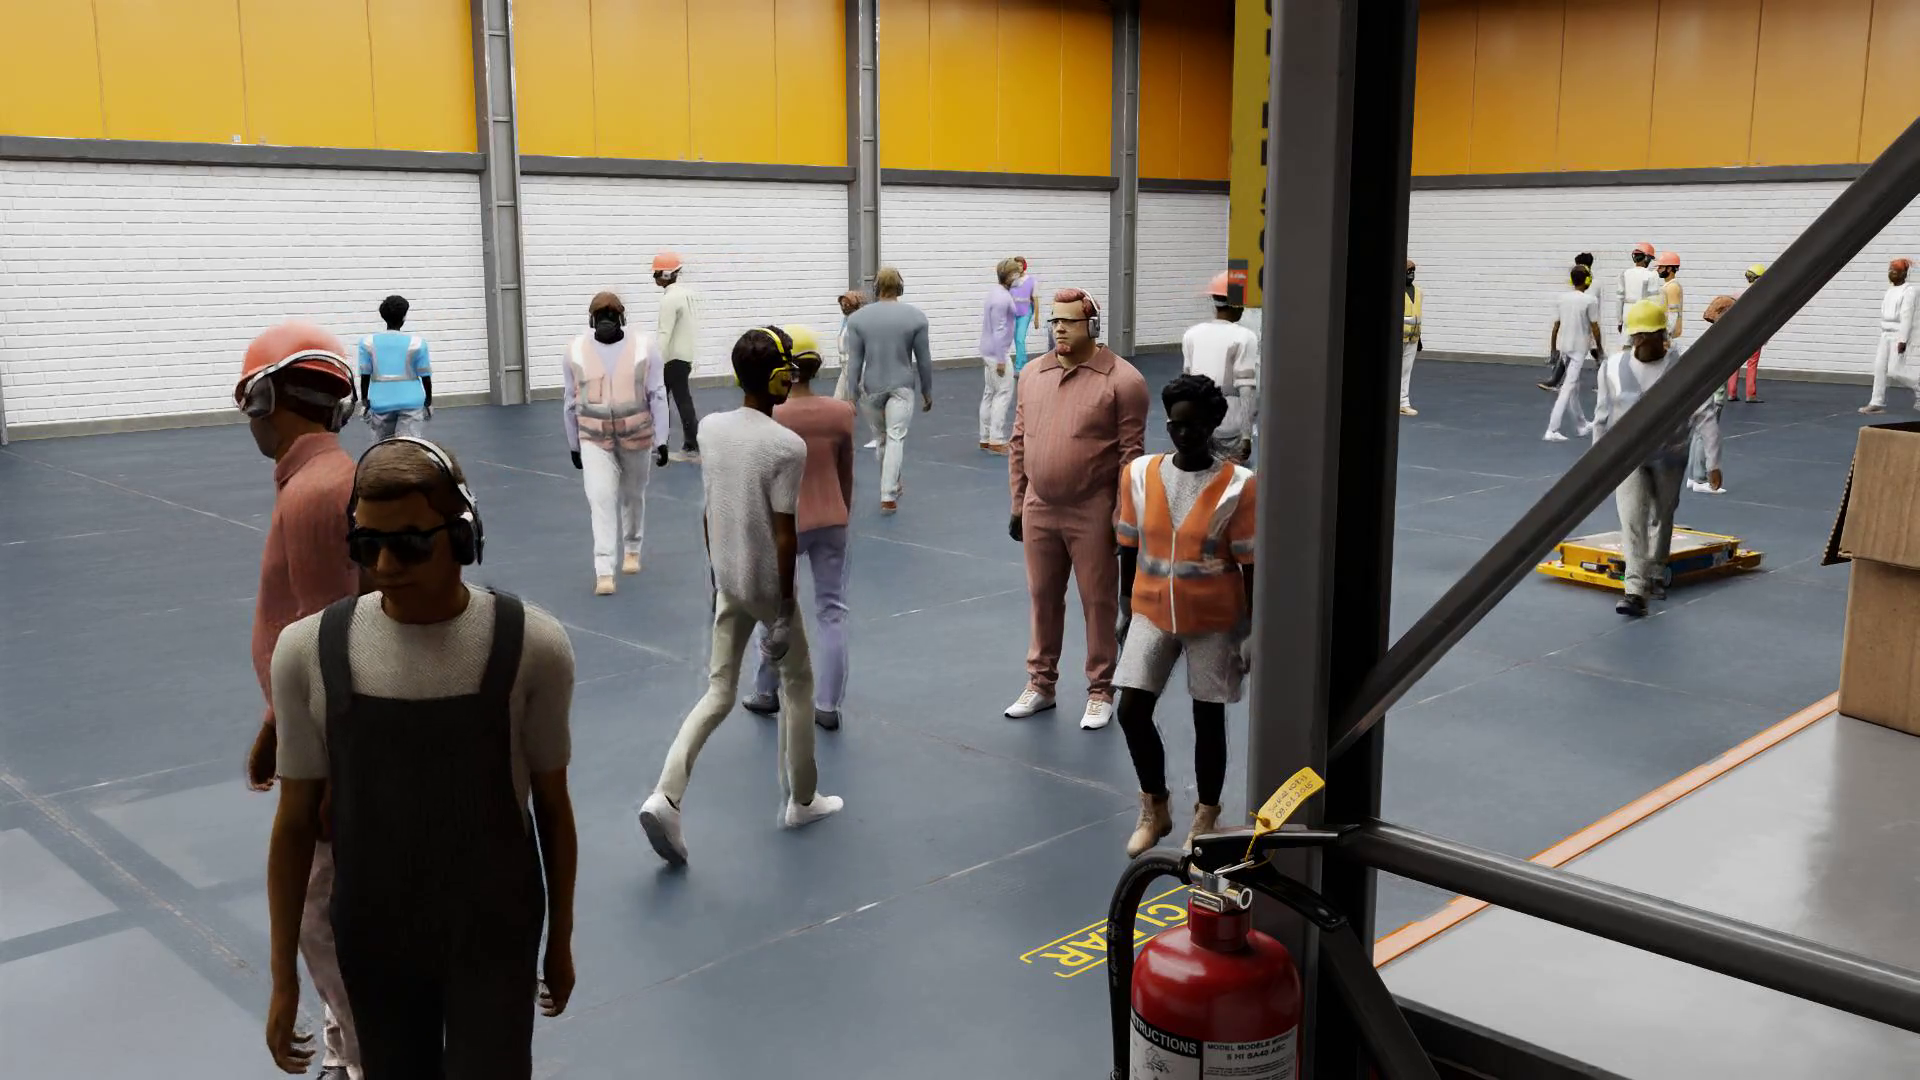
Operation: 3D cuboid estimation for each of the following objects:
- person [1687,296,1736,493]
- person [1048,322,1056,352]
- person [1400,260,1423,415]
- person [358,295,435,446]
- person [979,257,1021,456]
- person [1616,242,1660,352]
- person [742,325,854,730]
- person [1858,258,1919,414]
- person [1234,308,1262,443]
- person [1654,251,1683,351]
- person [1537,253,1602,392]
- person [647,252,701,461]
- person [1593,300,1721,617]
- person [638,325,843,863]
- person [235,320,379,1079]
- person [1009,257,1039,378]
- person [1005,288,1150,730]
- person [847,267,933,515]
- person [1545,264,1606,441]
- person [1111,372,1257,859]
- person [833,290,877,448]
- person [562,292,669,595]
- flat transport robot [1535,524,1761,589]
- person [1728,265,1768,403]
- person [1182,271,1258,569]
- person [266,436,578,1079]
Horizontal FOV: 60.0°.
[{"bbox_3d":[6.289,-1.215,13.882,0.269,1.632,0.504,3,11,15],"label":"person"},{"bbox_3d":[1.027,-1.593,16.063,0.512,1.600,0.833,7,12,33],"label":"person"},{"bbox_3d":[5.233,-2.381,19.670,0.621,1.845,0.429,-6,12,-29],"label":"person"},{"bbox_3d":[-4.324,-1.046,12.836,0.552,1.672,0.541,-1,10,-8],"label":"person"},{"bbox_3d":[0.391,-1.790,16.248,0.400,1.923,0.638,0,10,-2],"label":"person"},{"bbox_3d":[9.052,-2.937,22.182,0.390,2.034,0.605,-7,13,-35],"label":"person"},{"bbox_3d":[-0.713,-0.063,7.288,0.538,1.744,0.676,-6,12,-28],"label":"person"},{"bbox_3d":[11.185,-2.405,19.745,0.656,1.865,0.609,-1,10,-3],"label":"person"},{"bbox_3d":[2.985,-1.857,17.119,0.491,1.731,0.365,-2,11,-11],"label":"person"},{"bbox_3d":[8.462,-2.482,19.958,0.373,1.939,0.545,4,11,19],"label":"person"},{"bbox_3d":[8.504,-2.955,22.676,1.004,1.903,0.593,-1,10,-4],"label":"person"},{"bbox_3d":[-2.814,-1.714,15.668,0.777,1.967,0.654,0,10,0],"label":"person"},{"bbox_3d":[3.960,-0.472,9.472,0.693,1.770,0.952,5,12,26],"label":"person"},{"bbox_3d":[-0.762,0.179,5.750,0.514,1.835,0.884,6,12,30],"label":"person"},{"bbox_3d":[-1.470,0.463,3.912,0.396,1.939,0.652,-4,11,-20],"label":"person"},{"bbox_3d":[0.833,-3.310,24.827,0.576,1.808,0.880,7,12,33],"label":"person"},{"bbox_3d":[0.481,-0.134,7.243,0.641,1.909,0.409,6,12,30],"label":"person"},{"bbox_3d":[-0.534,-1.174,12.980,0.647,1.885,1.008,2,11,9],"label":"person"},{"bbox_3d":[6.456,-1.945,17.353,0.978,1.814,0.498,-6,12,-28],"label":"person"},{"bbox_3d":[0.751,0.282,5.566,0.557,1.678,0.473,5,12,27],"label":"person"},{"bbox_3d":[-1.112,-1.681,16.546,0.869,1.578,0.552,-4,11,-20],"label":"person"},{"bbox_3d":[-2.099,-0.618,10.203,0.636,1.798,0.954,-2,11,-9],"label":"person"},{"bbox_3d":[4.341,0.094,10.458,1.431,0.197,0.652,-7,13,-34],"label":"flat transport robot"},{"bbox_3d":[10.100,-2.631,21.270,0.338,1.757,0.529,-6,12,-31],"label":"person"},{"bbox_3d":[1.622,-0.720,10.418,0.581,1.914,0.477,9,13,39],"label":"person"},{"bbox_3d":[-0.931,0.696,2.985,0.509,1.814,0.915,-1,10,-5],"label":"person"}]
